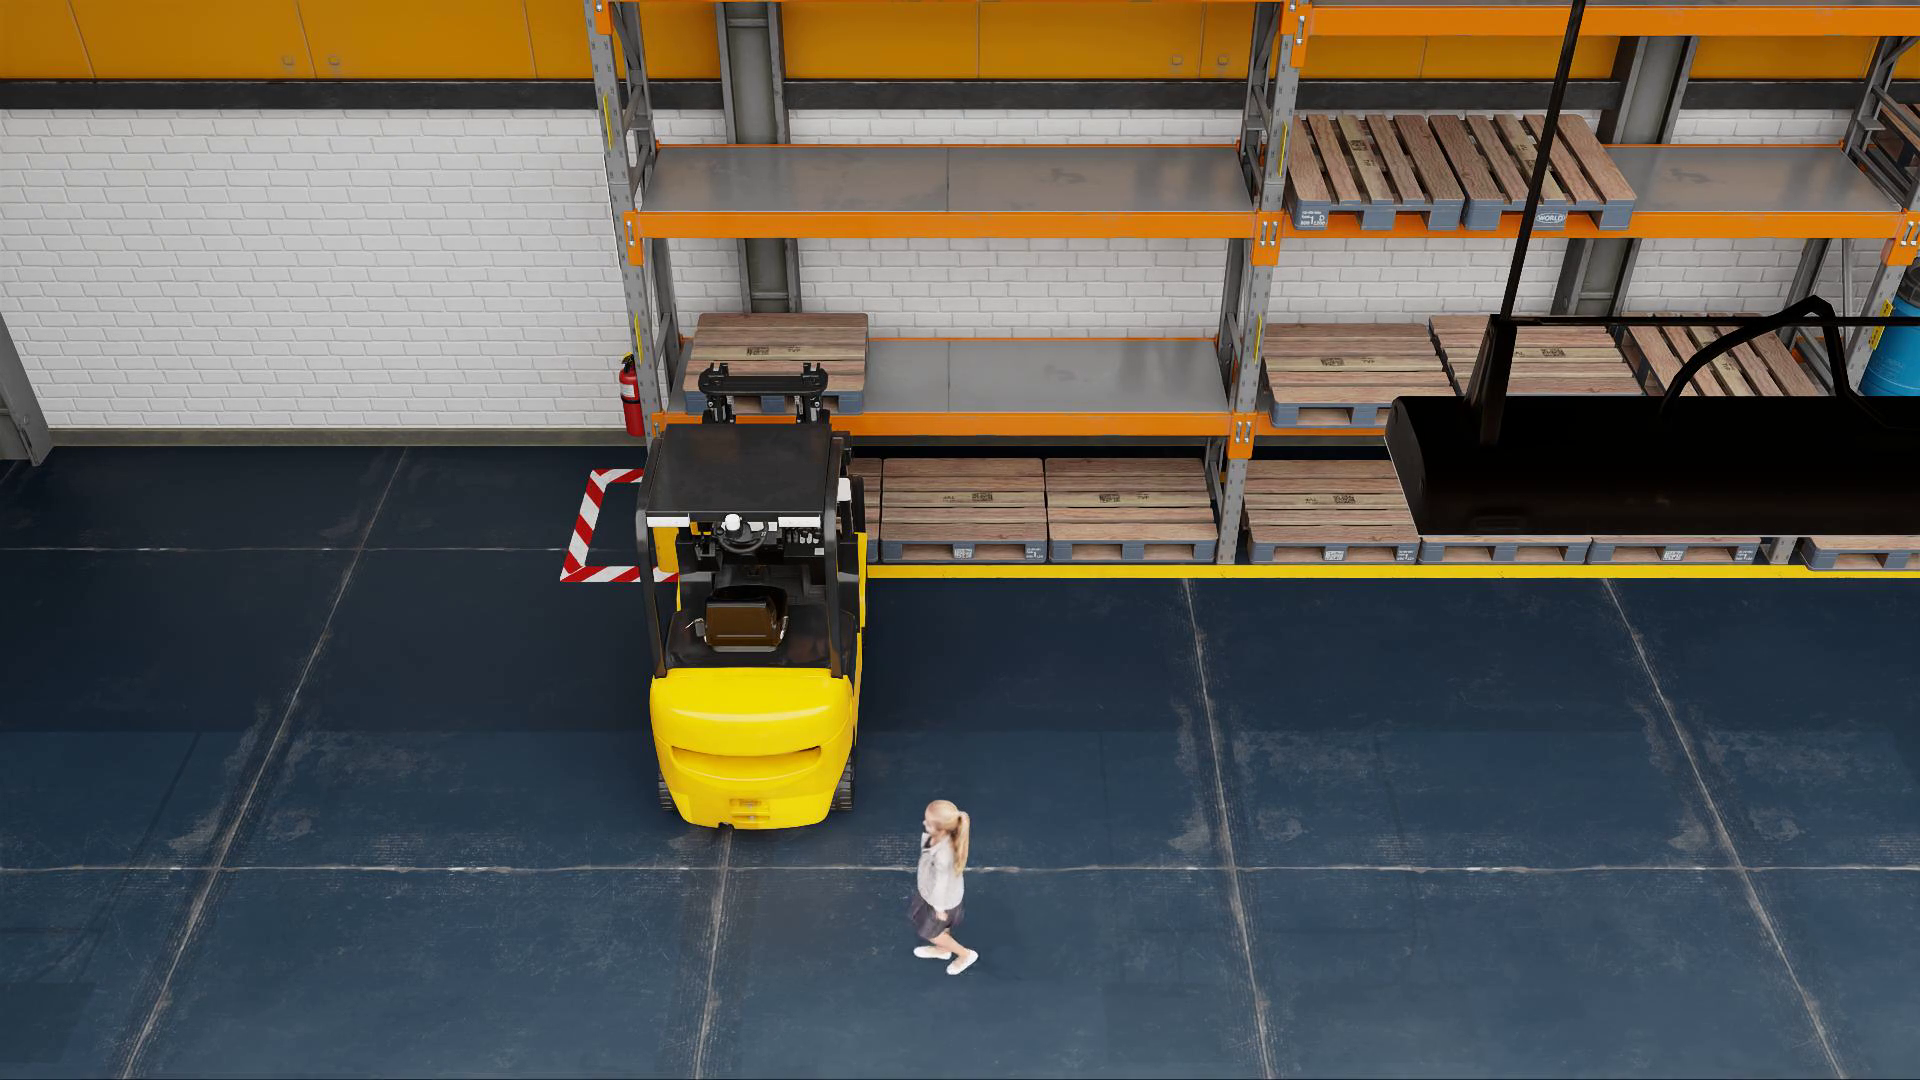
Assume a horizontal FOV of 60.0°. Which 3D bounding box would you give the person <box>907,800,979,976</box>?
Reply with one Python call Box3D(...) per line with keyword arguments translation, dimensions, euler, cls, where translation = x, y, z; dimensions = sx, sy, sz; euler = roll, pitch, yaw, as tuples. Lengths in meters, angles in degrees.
Box3D(translation=(-0.050, 1.859, 8.894), dimensions=(0.631, 1.267, 0.542), euler=(4, 39, 5), cls="person")
